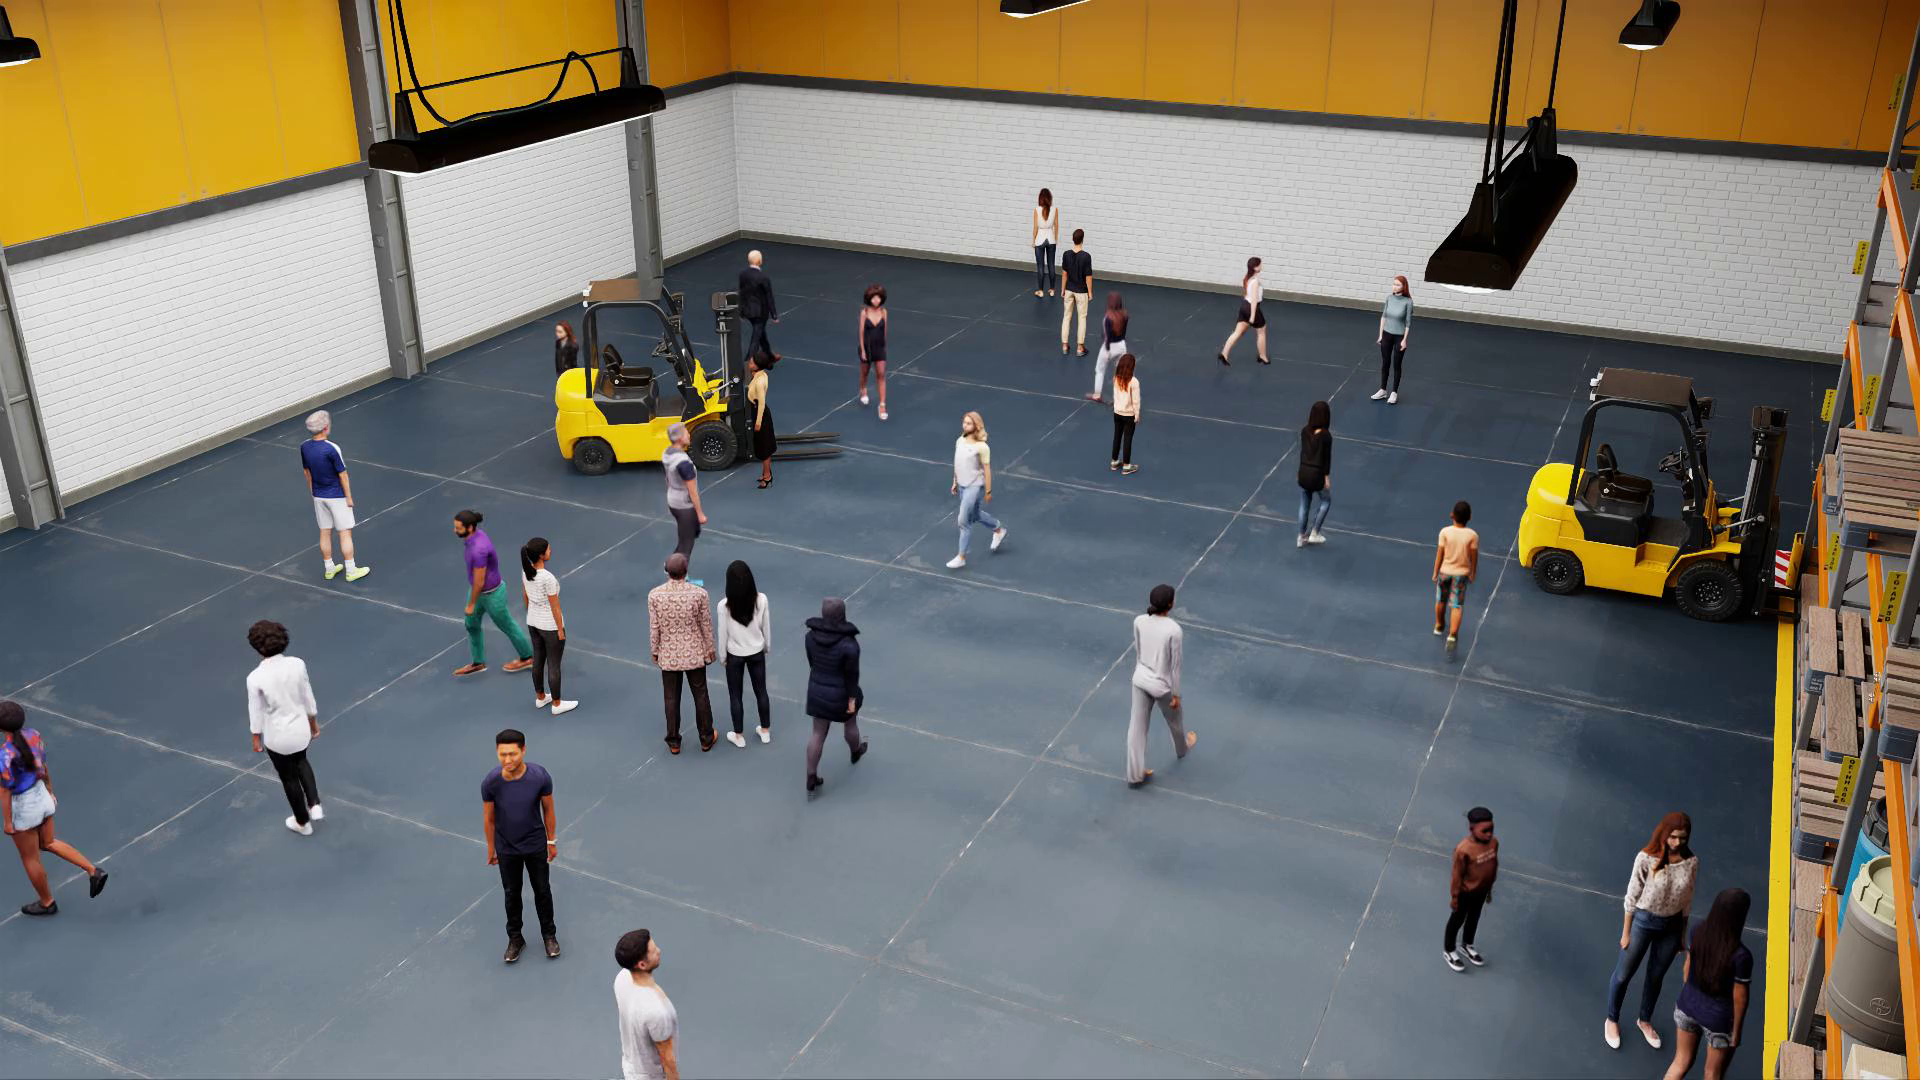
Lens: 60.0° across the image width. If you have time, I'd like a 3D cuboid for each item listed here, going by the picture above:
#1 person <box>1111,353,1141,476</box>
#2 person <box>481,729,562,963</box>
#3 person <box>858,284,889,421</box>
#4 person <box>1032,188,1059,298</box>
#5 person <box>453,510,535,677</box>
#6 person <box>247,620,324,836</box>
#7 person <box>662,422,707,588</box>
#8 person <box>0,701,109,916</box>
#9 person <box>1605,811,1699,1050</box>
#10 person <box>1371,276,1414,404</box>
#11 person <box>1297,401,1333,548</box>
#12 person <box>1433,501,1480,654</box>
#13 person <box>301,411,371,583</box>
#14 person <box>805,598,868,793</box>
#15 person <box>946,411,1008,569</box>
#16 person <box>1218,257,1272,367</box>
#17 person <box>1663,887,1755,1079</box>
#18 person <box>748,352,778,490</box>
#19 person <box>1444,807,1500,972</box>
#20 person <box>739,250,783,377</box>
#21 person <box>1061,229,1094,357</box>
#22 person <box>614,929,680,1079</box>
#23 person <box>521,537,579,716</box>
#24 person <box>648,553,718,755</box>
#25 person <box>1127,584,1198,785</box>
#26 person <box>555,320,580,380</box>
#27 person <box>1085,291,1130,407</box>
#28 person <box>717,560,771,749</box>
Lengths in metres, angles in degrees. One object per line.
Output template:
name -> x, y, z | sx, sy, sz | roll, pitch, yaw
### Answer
person -> 1.993, -1.540, 20.106 | 0.614, 1.482, 0.626 | -20, 30, -38
person -> -3.012, 2.076, 11.444 | 0.717, 1.793, 0.735 | -4, 24, -10
person -> -1.187, -2.511, 21.999 | 1.015, 1.744, 1.156 | -6, 24, -14
person -> 1.412, -4.902, 27.419 | 0.683, 1.784, 0.721 | -6, 24, -12
person -> -4.194, 0.483, 15.186 | 1.069, 1.715, 0.922 | -13, 27, -28
person -> -5.136, 1.482, 12.800 | 0.779, 1.797, 0.667 | 18, 29, 35
person -> -2.896, -0.313, 16.882 | 0.882, 1.815, 0.830 | -10, 26, -22
person -> -6.528, 1.932, 11.851 | 0.831, 1.732, 0.903 | 2, 24, 5
person -> 4.430, 2.467, 10.635 | 0.645, 1.726, 0.632 | 1, 24, 2
person -> 5.872, -2.720, 22.479 | 0.641, 1.743, 0.638 | 21, 31, 39
person -> 3.776, -0.685, 17.956 | 0.674, 1.637, 0.677 | -21, 31, -40
person -> 4.698, 0.358, 15.821 | 0.607, 1.436, 0.969 | 8, 25, 17
person -> -6.508, -0.456, 17.186 | 0.667, 1.834, 0.606 | 7, 24, 15
person -> -1.082, 1.277, 13.474 | 0.654, 1.632, 1.071 | 11, 26, 23
person -> 0.188, -0.563, 17.604 | 1.196, 1.696, 0.955 | -18, 29, -35
person -> 4.067, -3.218, 23.784 | 1.075, 1.610, 1.038 | -7, 25, -16
person -> 4.387, 2.809, 9.799 | 0.785, 1.768, 0.727 | -13, 27, -27
person -> -2.344, -1.421, 19.620 | 0.715, 1.653, 0.621 | -2, 24, -5
person -> 3.514, 2.373, 11.441 | 0.570, 1.253, 0.644 | -11, 26, -23
person -> -2.902, -3.154, 23.457 | 0.814, 1.754, 1.206 | 14, 27, 29
person -> 1.717, -3.649, 24.468 | 0.637, 1.852, 0.553 | 12, 26, 25
person -> -1.793, 3.003, 9.271 | 1.221, 1.837, 1.078 | -14, 27, -28
person -> -3.667, 0.741, 14.683 | 0.615, 1.645, 0.586 | 18, 29, 35
person -> -2.334, 0.952, 13.996 | 0.780, 1.808, 0.777 | -2, 24, -5
person -> 1.544, 1.213, 13.541 | 0.814, 1.696, 1.133 | 18, 29, 35
person -> -5.002, -2.138, 21.488 | 0.642, 1.471, 0.746 | 17, 29, 34
person -> 2.088, -2.505, 22.184 | 0.903, 1.585, 0.905 | -14, 27, -29
person -> -1.825, 0.957, 14.121 | 0.687, 1.700, 0.757 | -10, 25, -21
